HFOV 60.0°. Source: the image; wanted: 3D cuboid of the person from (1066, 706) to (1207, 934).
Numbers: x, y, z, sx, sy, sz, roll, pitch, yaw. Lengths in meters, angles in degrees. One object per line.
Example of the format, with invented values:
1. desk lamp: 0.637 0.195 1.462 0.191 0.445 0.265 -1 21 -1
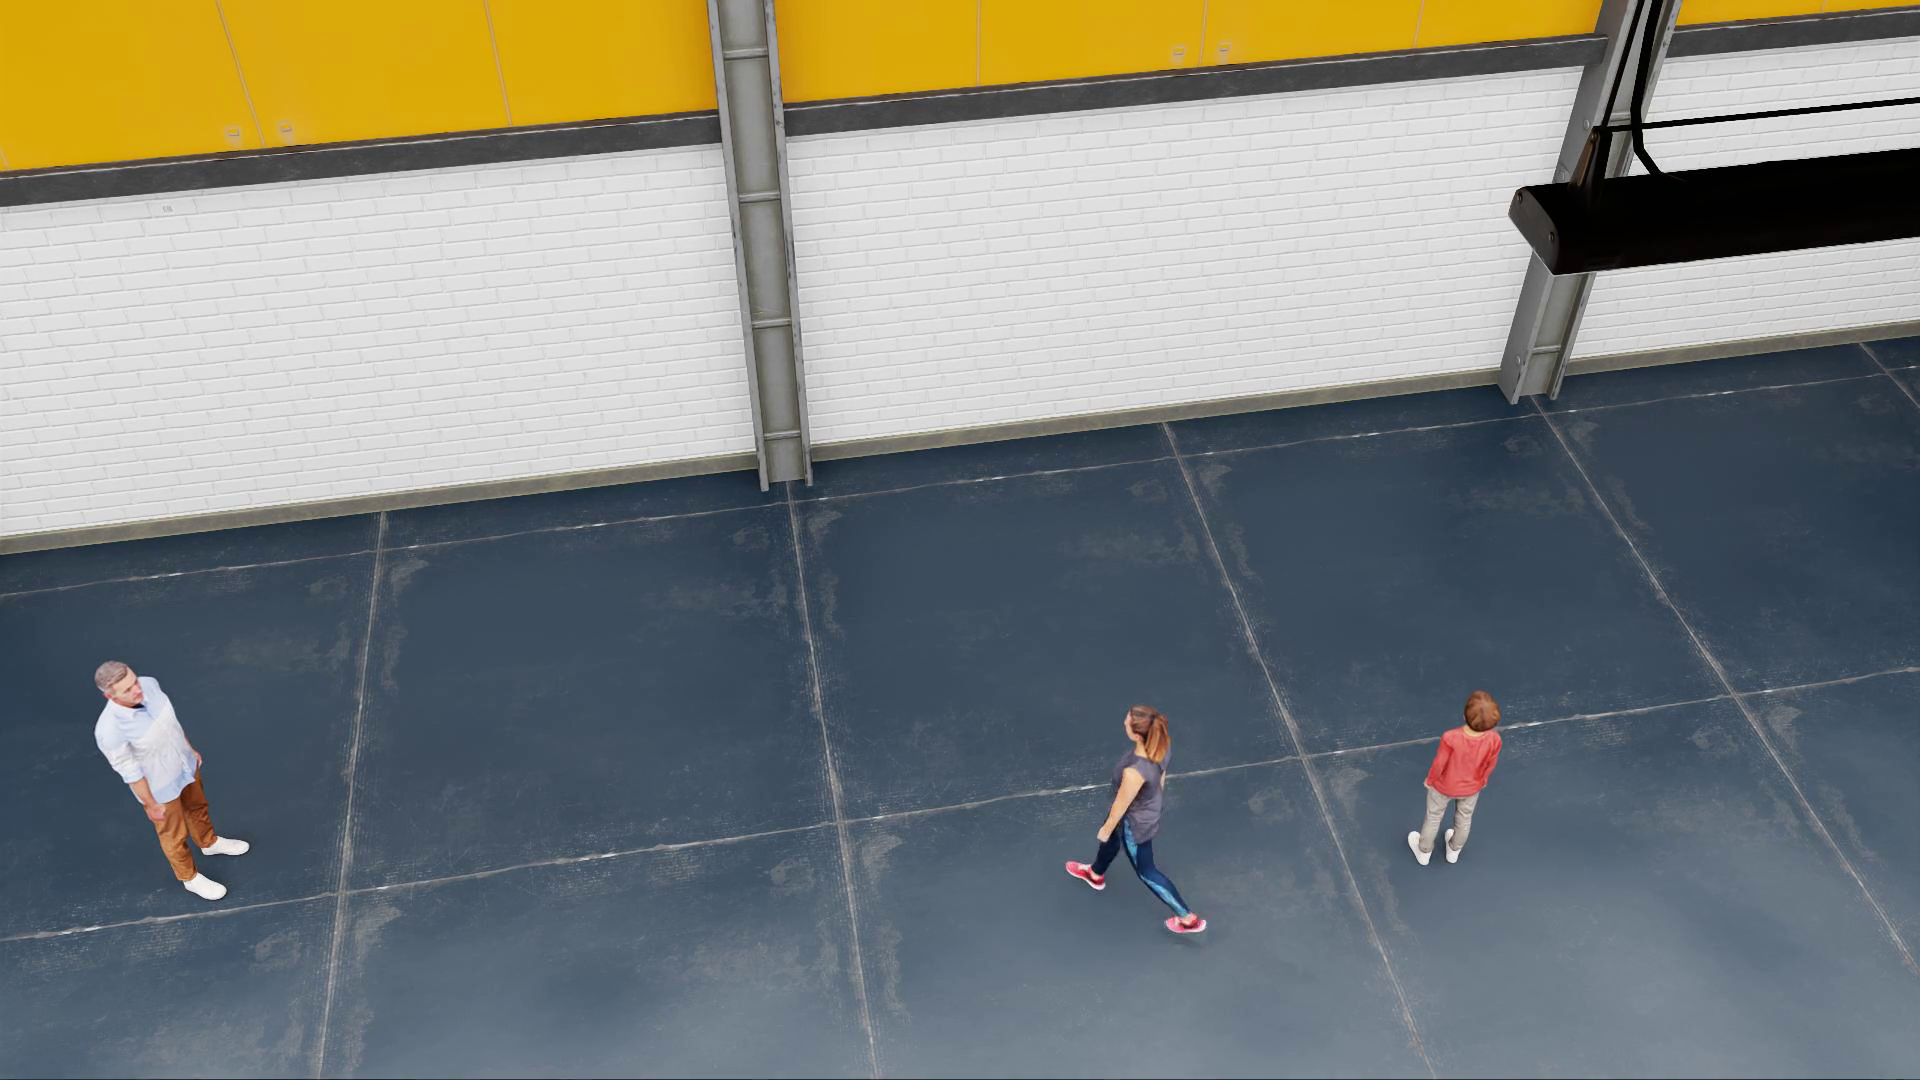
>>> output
1. person: 1.055 1.596 9.257 1.186 1.691 1.043 20 47 20

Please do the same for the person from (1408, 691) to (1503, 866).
1. person: 2.897 1.398 9.666 0.477 1.416 0.614 1 44 1

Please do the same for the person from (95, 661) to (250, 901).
1. person: -4.529 1.320 9.449 0.674 1.826 0.749 5 44 5
